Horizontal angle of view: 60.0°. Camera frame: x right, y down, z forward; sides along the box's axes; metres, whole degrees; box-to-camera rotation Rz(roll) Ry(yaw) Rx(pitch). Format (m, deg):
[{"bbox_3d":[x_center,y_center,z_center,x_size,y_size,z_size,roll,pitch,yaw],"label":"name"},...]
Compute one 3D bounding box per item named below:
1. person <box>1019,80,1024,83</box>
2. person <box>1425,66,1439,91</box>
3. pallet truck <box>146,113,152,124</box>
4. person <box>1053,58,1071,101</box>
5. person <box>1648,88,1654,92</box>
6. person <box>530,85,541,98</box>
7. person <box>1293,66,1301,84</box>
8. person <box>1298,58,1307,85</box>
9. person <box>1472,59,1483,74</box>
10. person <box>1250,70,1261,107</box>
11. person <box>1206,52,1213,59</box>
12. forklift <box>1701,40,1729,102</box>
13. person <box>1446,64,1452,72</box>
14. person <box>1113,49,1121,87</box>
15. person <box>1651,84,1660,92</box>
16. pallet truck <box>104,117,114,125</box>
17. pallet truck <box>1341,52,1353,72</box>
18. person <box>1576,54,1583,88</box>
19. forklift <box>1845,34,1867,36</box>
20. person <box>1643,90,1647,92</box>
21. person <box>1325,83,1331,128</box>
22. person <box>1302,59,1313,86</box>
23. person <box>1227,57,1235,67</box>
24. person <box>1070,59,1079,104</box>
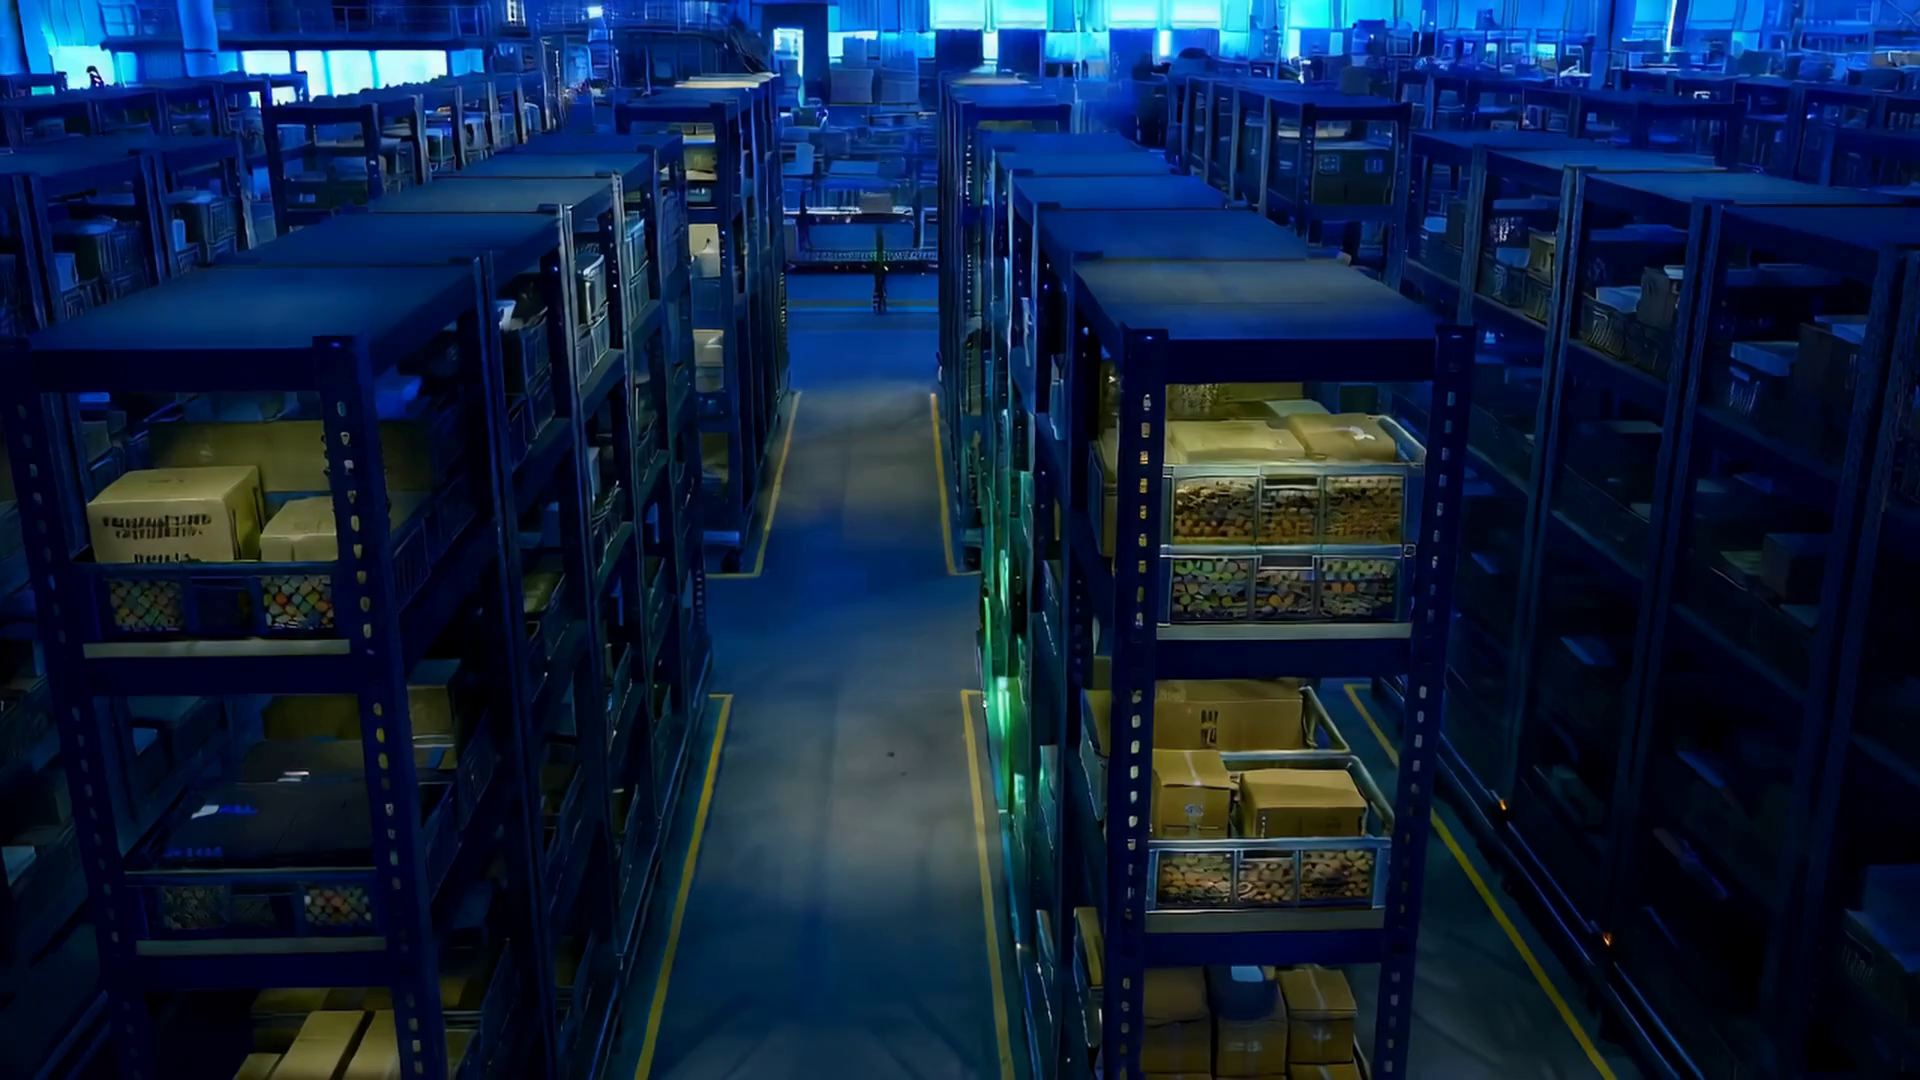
[{"bbox_3d":[1.914,-13.070,51.055,0.395,2.038,0.615,4,18,11],"label":"person"},{"bbox_3d":[17.939,-17.003,63.223,0.612,2.000,0.683,9,20,26],"label":"person"},{"bbox_3d":[-18.087,-8.309,36.390,1.885,1.965,0.823,-1,18,-4],"label":"pallet truck"},{"bbox_3d":[4.547,-20.851,75.375,1.013,1.899,0.651,-3,18,-10],"label":"person"},{"bbox_3d":[21.494,-13.214,51.958,0.524,1.757,0.353,11,21,29],"label":"person"},{"bbox_3d":[-16.400,-17.214,64.203,0.585,1.844,0.963,16,24,40],"label":"person"},{"bbox_3d":[13.299,-17.630,65.380,0.827,1.911,0.556,0,18,-1],"label":"person"},{"bbox_3d":[16.948,-23.018,82.396,0.519,1.682,0.548,-17,24,-42],"label":"person"},{"bbox_3d":[24.129,-21.559,77.727,0.518,1.802,0.967,-1,18,-2],"label":"person"},{"bbox_3d":[10.574,-15.774,59.495,0.395,1.993,0.614,-11,21,-30],"label":"person"},{"bbox_3d":[13.135,-24.755,87.561,0.429,1.832,0.628,-9,20,-27],"label":"person"},{"bbox_3d":[30.988,-19.149,68.519,1.129,2.768,1.873,-1,18,-2],"label":"forklift"},{"bbox_3d":[20.068,-18.516,68.129,0.540,1.900,0.604,-2,18,-6],"label":"person"},{"bbox_3d":[8.334,-25.129,88.543,0.413,1.940,0.624,-4,18,-12],"label":"person"},{"bbox_3d":[26.422,-16.992,63.485,0.645,1.851,0.547,-8,19,-23],"label":"person"},{"bbox_3d":[-18.367,-7.885,35.078,1.885,1.965,0.823,1,18,2],"label":"pallet truck"},{"bbox_3d":[18.794,-23.123,82.231,0.823,1.965,1.885,-13,22,-35],"label":"pallet truck"},{"bbox_3d":[30.571,-22.941,81.787,0.383,1.923,0.589,-4,18,-12],"label":"person"},{"bbox_3d":[44.081,-23.568,82.196,1.129,2.768,1.873,-1,18,-2],"label":"forklift"},{"bbox_3d":[21.425,-13.213,52.072,0.543,1.681,0.619,-3,18,-8],"label":"person"},{"bbox_3d":[12.297,-14.441,55.779,0.525,1.737,0.786,1,18,3],"label":"person"},{"bbox_3d":[15.725,-20.795,75.233,0.535,1.868,0.309,8,19,23],"label":"person"},{"bbox_3d":[13.539,-23.330,83.326,0.492,1.719,0.774,2,18,5],"label":"person"},{"bbox_3d":[5.039,-20.214,73.324,0.378,1.936,0.548,0,18,0],"label":"person"}]
